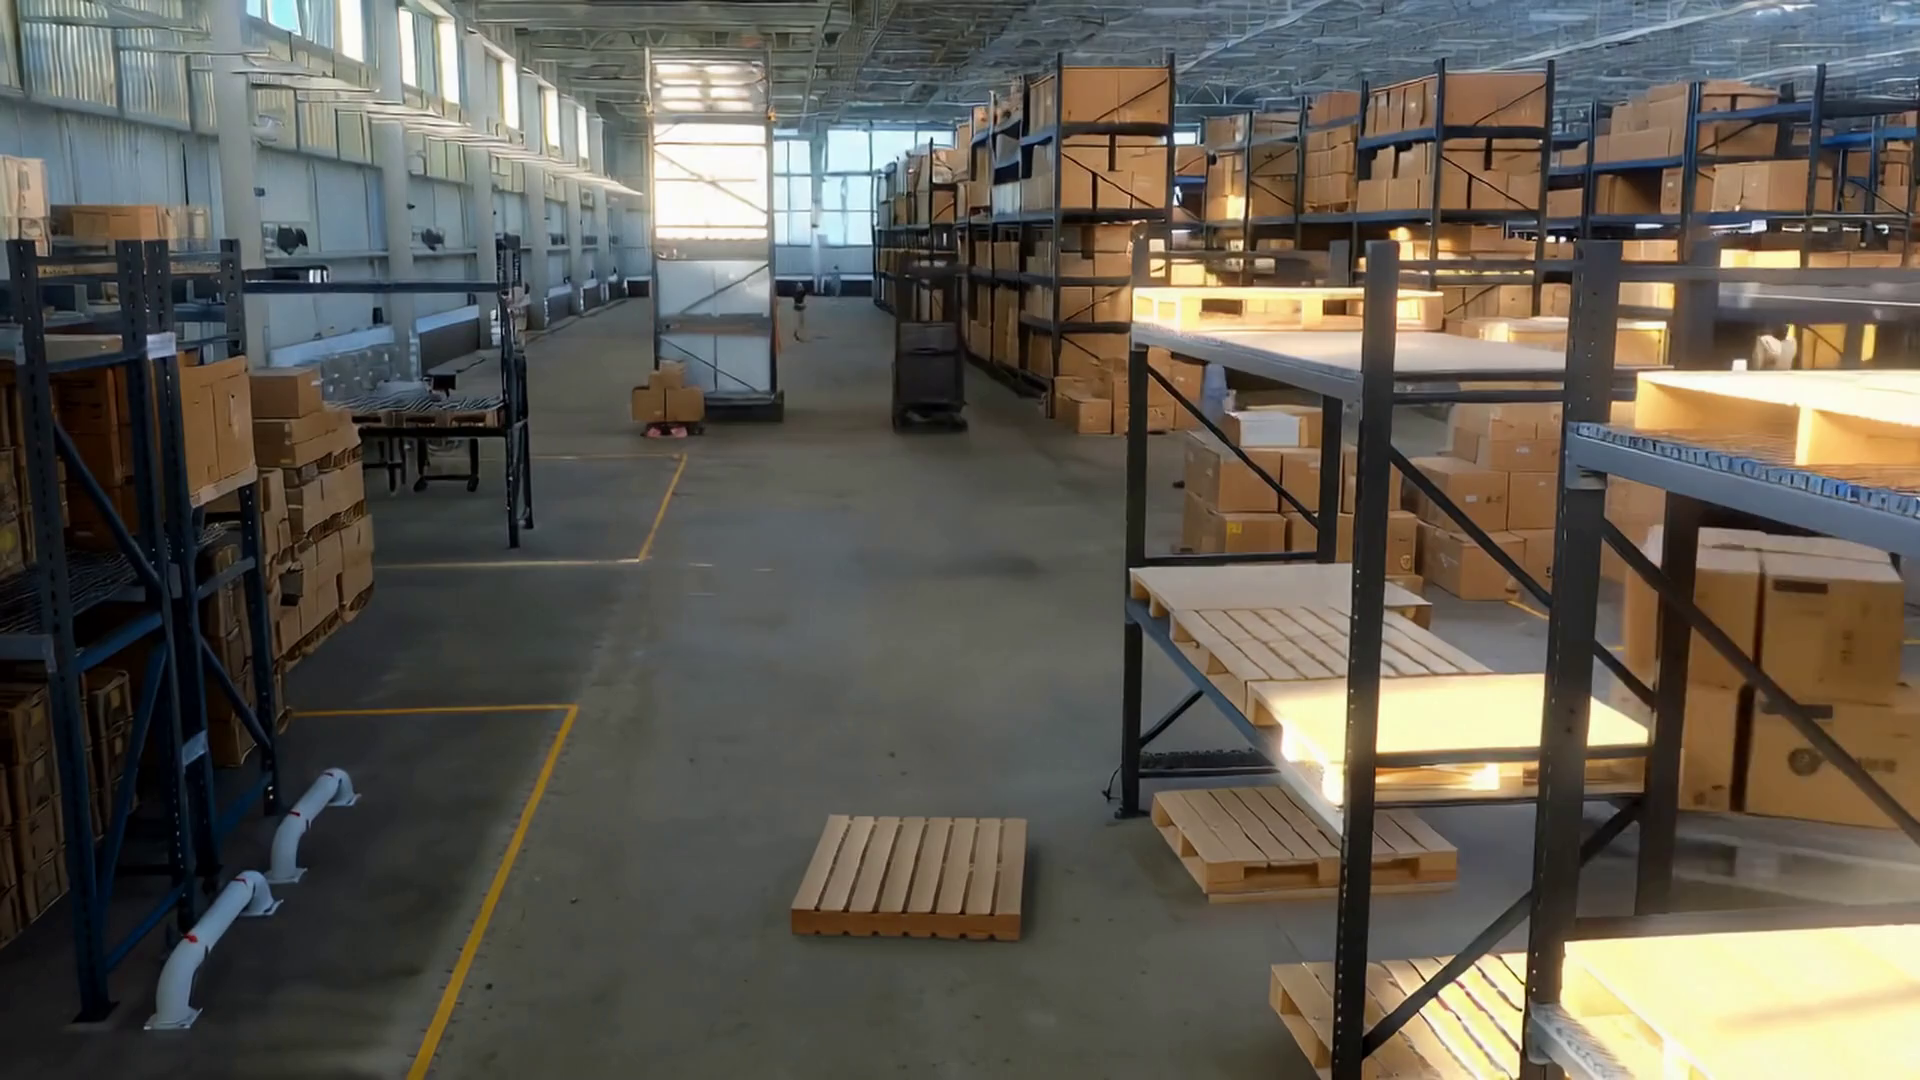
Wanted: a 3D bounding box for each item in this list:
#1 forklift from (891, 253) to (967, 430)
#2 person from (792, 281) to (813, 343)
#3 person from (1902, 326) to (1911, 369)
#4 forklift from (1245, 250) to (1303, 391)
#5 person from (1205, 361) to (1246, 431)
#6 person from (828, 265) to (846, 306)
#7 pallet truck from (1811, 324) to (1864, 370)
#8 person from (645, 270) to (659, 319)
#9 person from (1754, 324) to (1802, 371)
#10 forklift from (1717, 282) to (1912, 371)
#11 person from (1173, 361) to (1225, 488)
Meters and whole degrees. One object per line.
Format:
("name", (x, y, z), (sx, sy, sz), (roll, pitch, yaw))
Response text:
("forklift", (-0.541, -3.274, 27.074), (1.129, 2.768, 1.873), (-1, 10, -6))
("person", (-4.660, -6.704, 49.019), (0.642, 1.821, 0.465), (5, 12, 27))
("person", (19.932, -4.132, 34.576), (0.540, 1.905, 0.982), (0, 10, 1))
("forklift", (6.585, -4.452, 33.605), (1.873, 2.768, 1.129), (-1, 10, -6))
("person", (3.782, -2.182, 23.584), (0.631, 1.966, 0.715), (7, 12, 34))
("person", (-5.750, -11.797, 77.097), (0.638, 1.892, 1.018), (7, 13, 35))
("pallet truck", (15.846, -3.142, 28.793), (1.885, 1.965, 0.823), (2, 10, 12))
("person", (-11.930, -9.524, 64.455), (0.401, 1.894, 0.653), (9, 13, 40))
("person", (11.943, -2.220, 24.197), (0.631, 1.814, 0.791), (-1, 10, -4))
("forklift", (4.646, -0.066, 9.299), (1.129, 2.768, 1.873), (5, 11, 27))
("person", (3.128, -1.556, 20.292), (0.942, 1.911, 0.552), (3, 11, 15))
